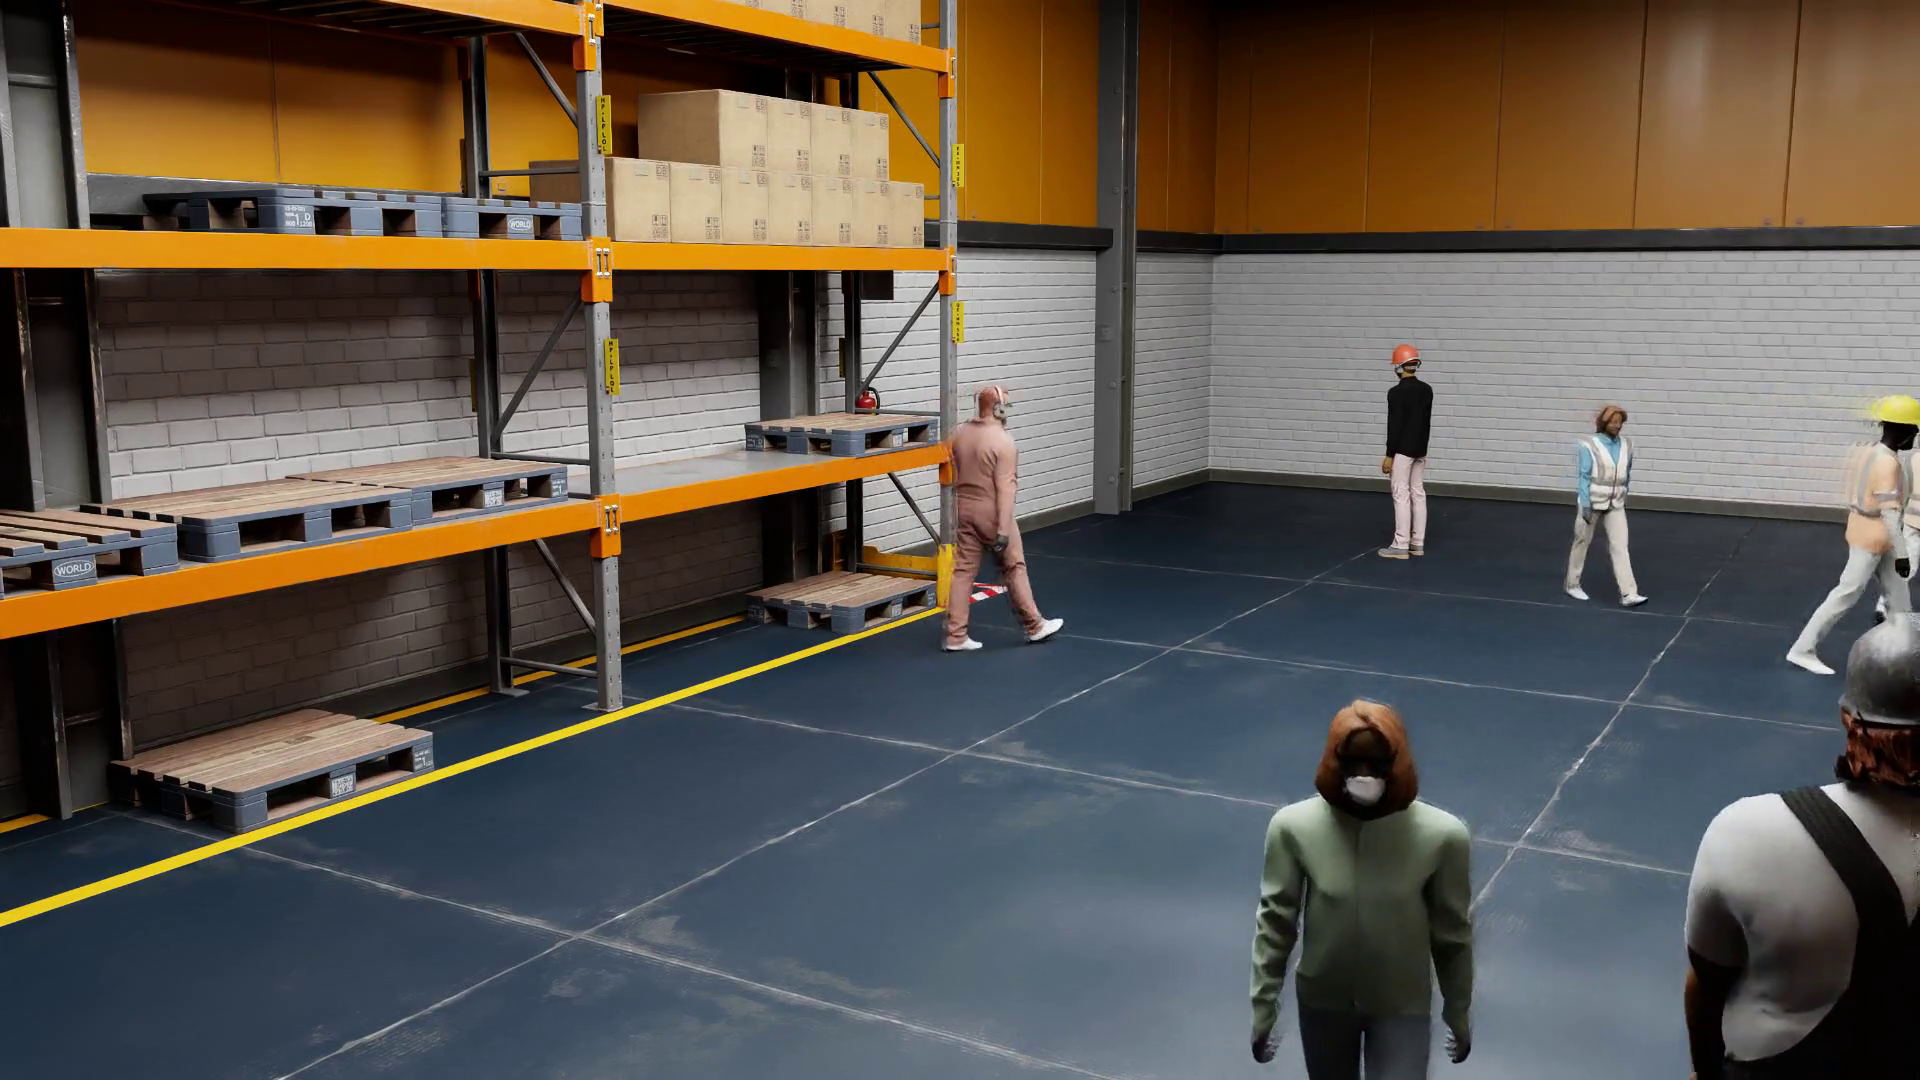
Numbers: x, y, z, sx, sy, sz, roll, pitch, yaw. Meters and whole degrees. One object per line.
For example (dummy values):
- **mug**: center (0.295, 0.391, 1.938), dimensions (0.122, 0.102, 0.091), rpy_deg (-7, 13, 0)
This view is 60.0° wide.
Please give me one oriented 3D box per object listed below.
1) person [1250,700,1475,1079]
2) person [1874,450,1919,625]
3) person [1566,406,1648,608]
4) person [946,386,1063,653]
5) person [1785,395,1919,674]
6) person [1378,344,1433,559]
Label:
- **person**: center (0.966, 1.199, 4.061), dimensions (0.532, 1.602, 0.758), rpy_deg (3, 10, 20)
- **person**: center (7.081, -0.105, 12.209), dimensions (0.775, 1.609, 0.521), rpy_deg (-5, 10, -28)
- **person**: center (5.138, -0.262, 13.225), dimensions (0.538, 1.589, 0.853), rpy_deg (-2, 9, -15)
- **person**: center (0.284, -0.152, 11.728), dimensions (0.951, 1.867, 0.647), rpy_deg (-8, 12, -41)
- **person**: center (5.964, -0.007, 10.812), dimensions (1.025, 1.872, 0.600), rpy_deg (5, 10, 29)
- **person**: center (4.144, -0.822, 15.501), dimensions (0.614, 1.990, 0.392), rpy_deg (-8, 12, -40)
